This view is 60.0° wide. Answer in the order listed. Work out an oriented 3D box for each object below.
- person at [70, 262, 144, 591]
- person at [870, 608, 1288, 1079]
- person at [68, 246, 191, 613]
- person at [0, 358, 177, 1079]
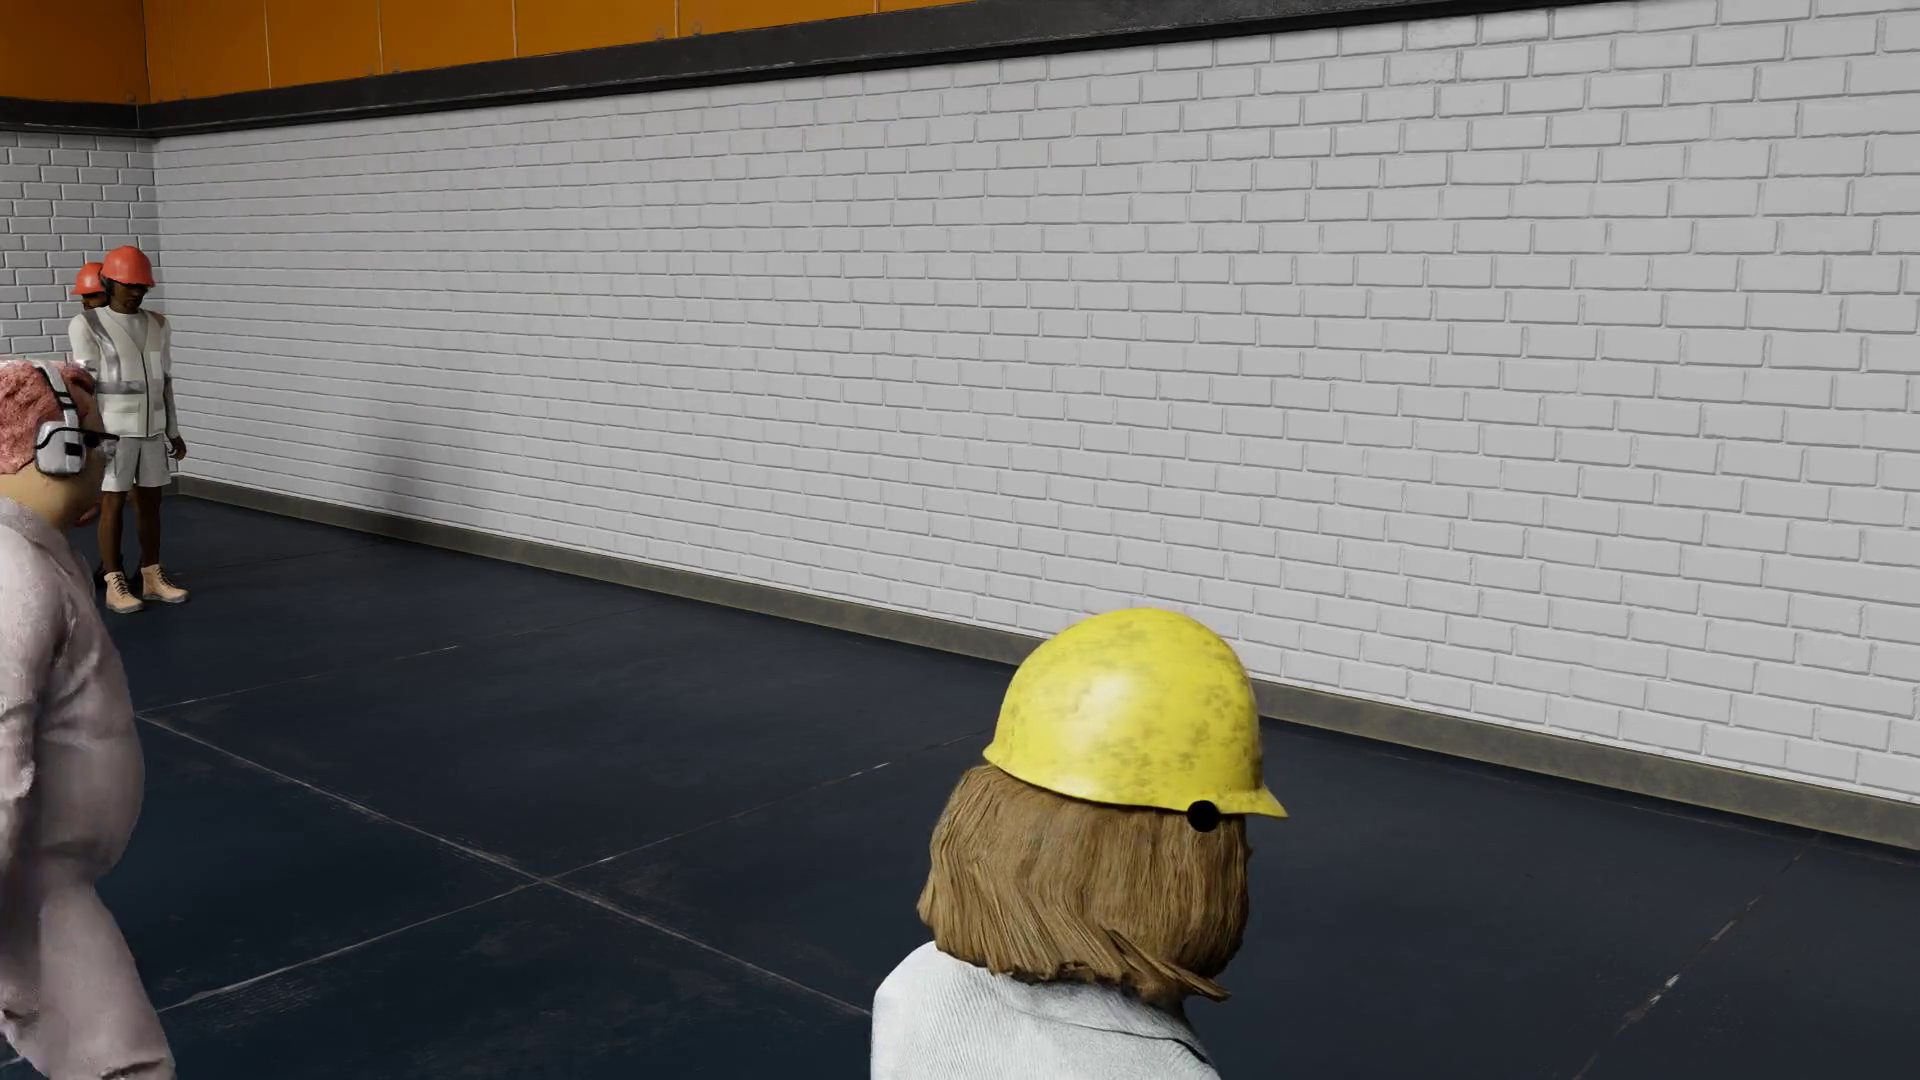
[{"bbox_3d":[-5.009,-0.660,9.830,0.544,1.939,0.355,3,10,16],"label":"person"},{"bbox_3d":[0.116,0.915,1.446,0.320,1.734,0.484,-7,12,-35],"label":"person"},{"bbox_3d":[-4.623,-0.619,9.326,0.395,2.033,0.605,5,11,26],"label":"person"},{"bbox_3d":[-1.637,0.620,2.862,0.983,1.839,0.697,-8,13,-40],"label":"person"}]
